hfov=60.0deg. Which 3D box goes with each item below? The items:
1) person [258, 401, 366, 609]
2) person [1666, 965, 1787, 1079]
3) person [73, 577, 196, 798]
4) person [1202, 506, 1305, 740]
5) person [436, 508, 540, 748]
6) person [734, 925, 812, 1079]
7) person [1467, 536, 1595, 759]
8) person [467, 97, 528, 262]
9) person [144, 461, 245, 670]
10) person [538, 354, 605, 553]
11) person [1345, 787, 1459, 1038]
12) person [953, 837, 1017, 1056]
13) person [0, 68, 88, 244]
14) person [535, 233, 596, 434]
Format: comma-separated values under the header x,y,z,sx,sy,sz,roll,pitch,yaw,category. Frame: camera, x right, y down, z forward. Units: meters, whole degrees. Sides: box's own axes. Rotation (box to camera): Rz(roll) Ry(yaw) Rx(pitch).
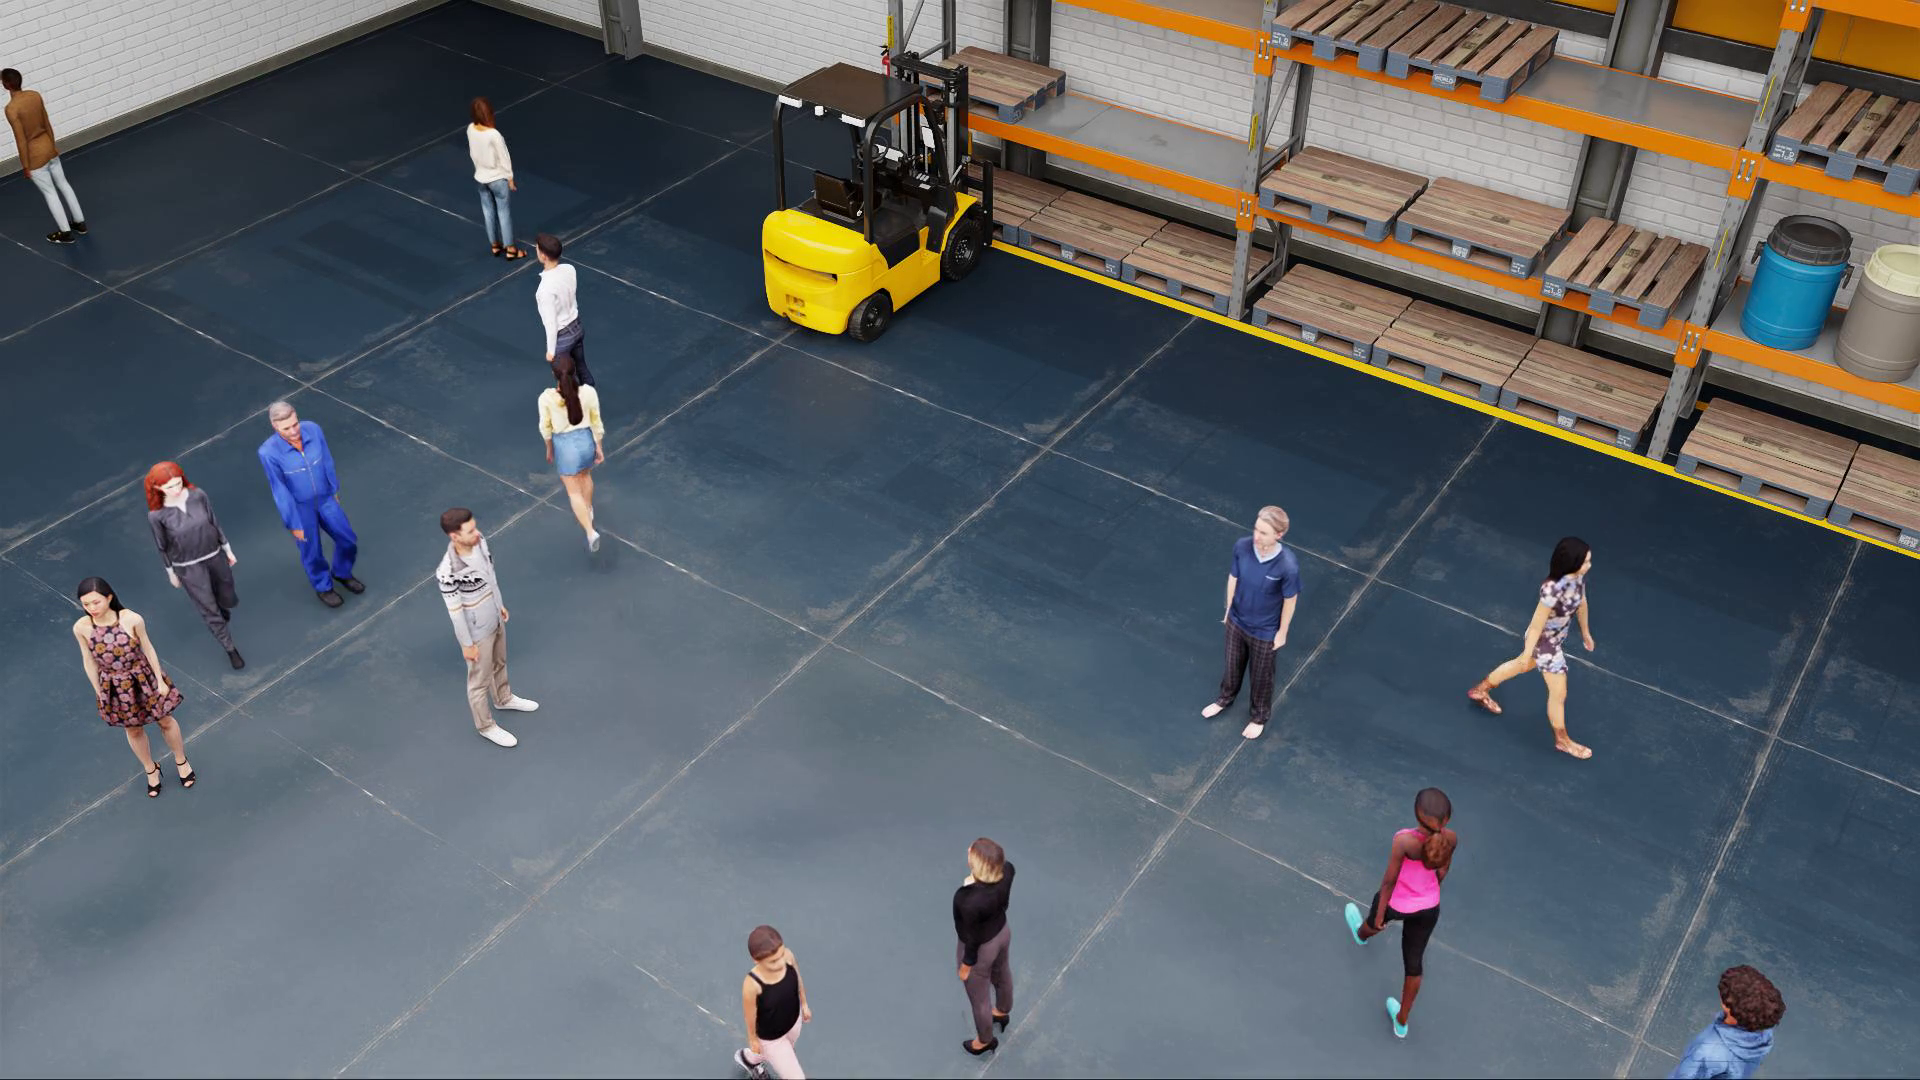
x,y,z,sx,sy,sz,roll,pitch,yaw,category
-4.826,-0.284,12.172,0.656,1.806,0.738,25,45,28,person
3.782,2.842,8.276,0.865,1.783,1.049,-26,45,-28,person
-5.302,0.945,10.659,0.800,1.775,0.843,-13,41,-16,person
1.975,0.530,11.101,0.509,1.871,0.742,28,47,31,person
-3.212,0.538,11.098,0.723,1.863,0.759,7,39,9,person
-1.012,2.549,8.843,1.005,1.534,0.537,25,45,28,person
3.842,0.643,11.107,1.141,1.687,0.636,26,45,29,person
-4.599,-3.553,16.366,0.472,1.680,0.680,22,44,25,person
-5.380,0.128,11.693,0.869,1.760,0.691,32,48,33,person
-2.953,-0.657,12.802,0.947,1.603,1.151,-17,42,-20,person
2.533,2.109,9.280,1.077,1.677,1.094,-4,39,-5,person
0.148,2.236,9.126,0.538,1.671,0.602,22,43,25,person
-9.194,-3.853,16.634,0.658,1.816,0.706,10,40,12,person
-3.305,-1.712,13.911,0.660,1.868,0.678,13,40,16,person
